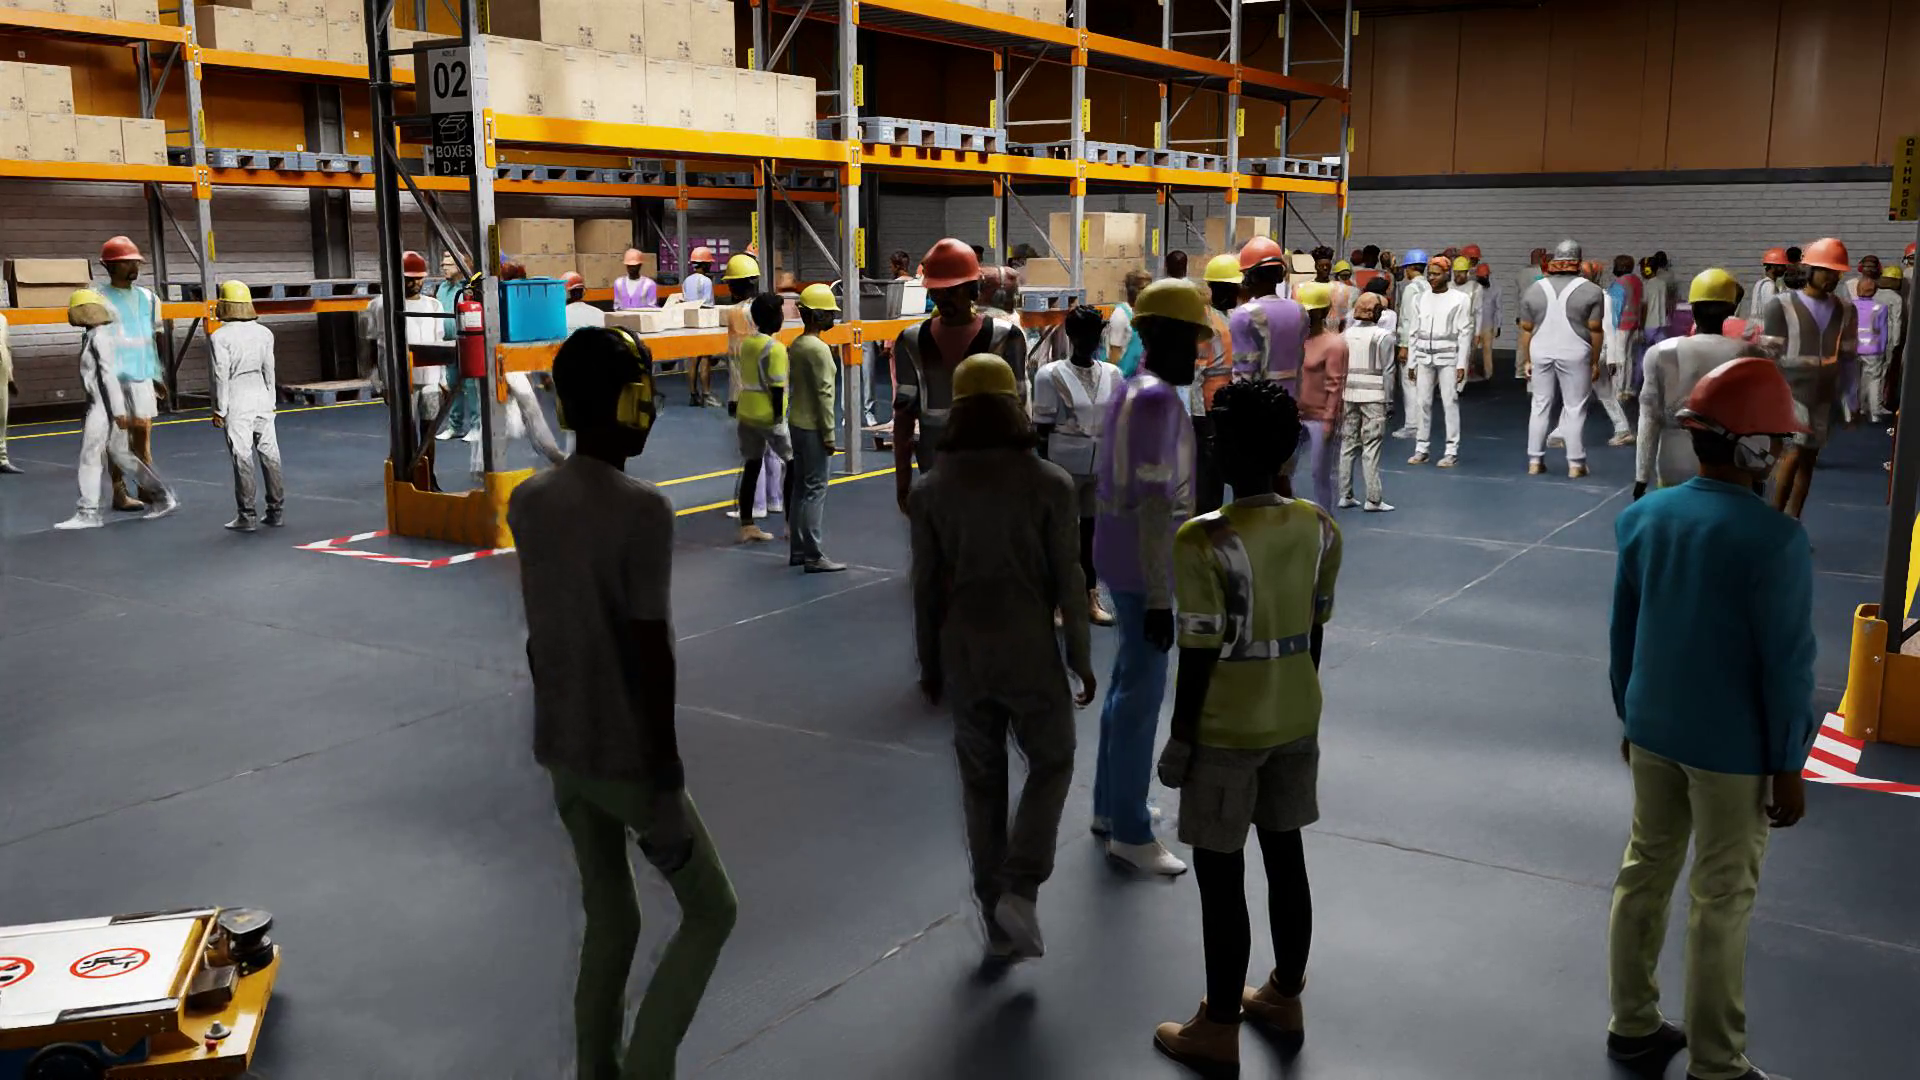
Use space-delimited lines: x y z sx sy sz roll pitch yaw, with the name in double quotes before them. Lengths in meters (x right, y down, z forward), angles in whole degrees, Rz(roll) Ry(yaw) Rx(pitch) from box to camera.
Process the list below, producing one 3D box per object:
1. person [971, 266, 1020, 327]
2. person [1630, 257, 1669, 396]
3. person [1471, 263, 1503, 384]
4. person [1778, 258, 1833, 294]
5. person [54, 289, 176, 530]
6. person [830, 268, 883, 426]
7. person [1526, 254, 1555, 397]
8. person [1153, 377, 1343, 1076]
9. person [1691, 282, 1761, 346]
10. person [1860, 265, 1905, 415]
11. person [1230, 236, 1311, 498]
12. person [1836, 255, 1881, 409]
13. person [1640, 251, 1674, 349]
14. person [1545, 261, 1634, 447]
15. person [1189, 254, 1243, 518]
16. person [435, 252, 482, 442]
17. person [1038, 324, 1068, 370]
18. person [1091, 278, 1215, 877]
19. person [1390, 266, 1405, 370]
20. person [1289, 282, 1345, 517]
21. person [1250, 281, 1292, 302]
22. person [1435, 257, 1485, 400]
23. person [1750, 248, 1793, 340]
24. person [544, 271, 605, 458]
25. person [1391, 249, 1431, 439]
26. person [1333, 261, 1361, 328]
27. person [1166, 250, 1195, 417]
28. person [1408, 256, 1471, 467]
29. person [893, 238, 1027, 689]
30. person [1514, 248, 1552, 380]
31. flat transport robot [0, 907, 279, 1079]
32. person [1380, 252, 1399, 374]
"person" 0.156 -1.057 12.058 0.563 1.836 0.395 -1 10 -8
"person" 8.863 -2.712 21.306 0.565 1.806 0.965 -4 11 -21
"person" 7.465 -3.106 23.816 0.581 1.695 0.866 3 11 17
"person" 9.511 -2.268 18.800 0.634 1.816 0.705 9 13 40
"person" -6.070 -0.946 11.889 0.789 1.682 0.511 -6 12 -29
"person" -1.126 -2.191 18.151 0.591 1.909 0.409 -1 10 -8
"person" 7.517 -2.772 21.527 0.390 1.848 0.563 6 12 31
"person" 0.696 0.453 4.074 0.541 1.696 0.316 -8 13 -38
"person" 6.103 -1.213 13.327 0.536 1.693 0.319 4 11 23
"person" 10.741 -2.318 19.338 0.324 1.729 0.492 -3 11 -17
"person" 1.729 -0.710 9.568 0.608 2.040 0.394 -9 13 -39
"person" 10.830 -2.493 19.998 0.566 1.839 0.381 -1 10 -6
"person" 11.172 -3.698 26.659 0.513 1.845 0.335 9 13 40
"person" 6.207 -1.811 16.278 1.032 1.828 0.586 -1 10 -5
"person" 1.701 -0.904 10.954 0.369 1.925 0.594 7 13 36
"person" -5.068 -1.947 16.790 0.637 1.911 0.406 6 12 31
"person" 1.238 -2.876 22.127 0.563 1.837 0.389 -8 13 -39
"person" 0.631 0.116 5.433 0.399 1.886 0.687 0 10 -1
"person" 6.609 -3.363 25.407 0.322 1.628 0.517 2 10 13
"person" 2.176 -0.765 10.648 0.574 1.748 0.547 -6 12 -32
"person" 3.465 -2.317 18.806 0.548 1.928 0.416 -4 11 -22
"person" 6.239 -2.641 20.897 0.627 1.804 0.759 5 12 28
"person" 8.932 -2.252 18.393 0.374 1.935 0.552 3 11 15
"person" -3.432 -1.523 14.882 0.359 1.749 0.567 9 14 42
"person" 4.656 -2.001 17.022 0.418 1.935 0.619 7 13 35
"person" 4.746 -2.596 20.776 0.534 1.767 0.320 -4 11 -21
"person" 2.321 -2.073 17.474 0.392 1.914 0.587 2 11 13
"person" 4.282 -1.591 14.917 0.581 1.878 0.341 9 14 40
"person" -0.009 -0.315 7.422 0.612 2.030 0.409 3 11 14
"person" 8.306 -3.252 24.025 0.401 1.906 0.650 -6 12 -30
"flat transport robot" -2.474 1.167 4.067 1.431 0.197 0.652 -3 11 -15
"person" 6.431 -3.430 25.179 0.346 1.846 0.504 -4 11 -20
